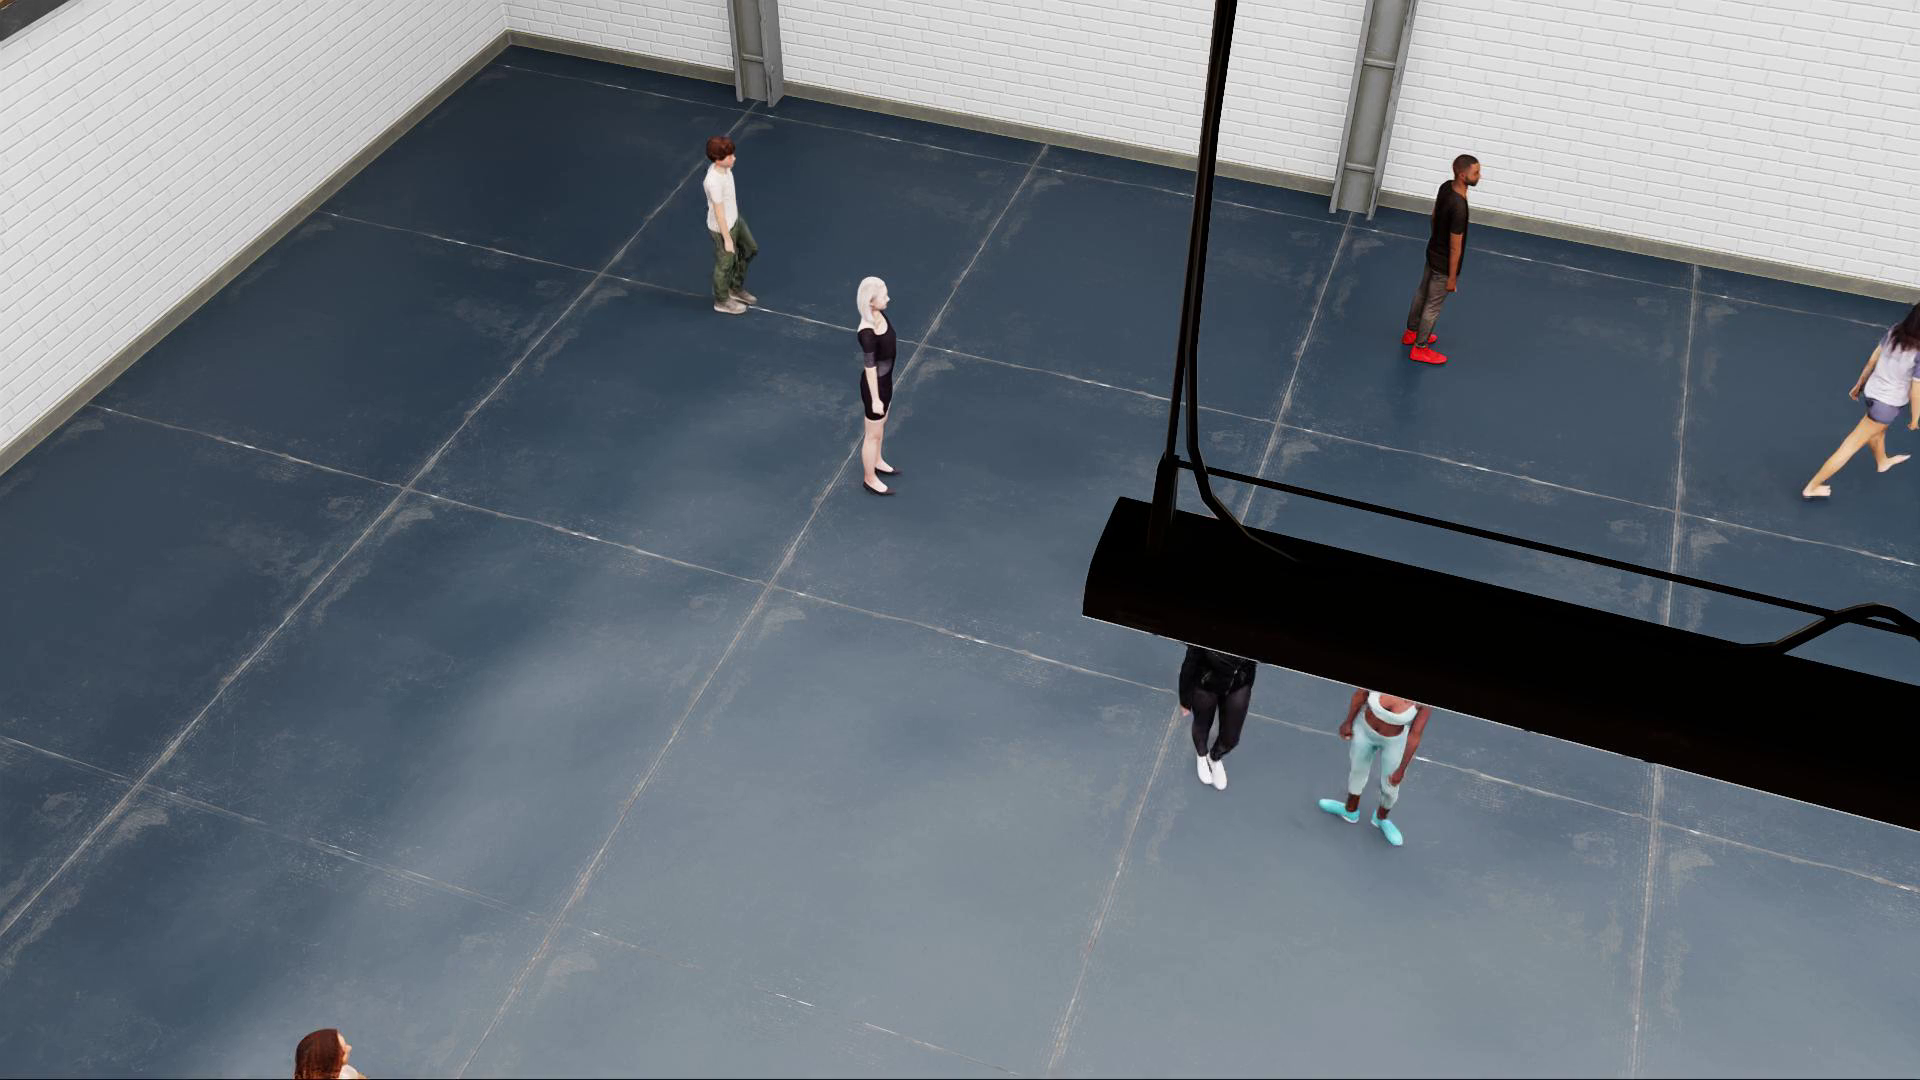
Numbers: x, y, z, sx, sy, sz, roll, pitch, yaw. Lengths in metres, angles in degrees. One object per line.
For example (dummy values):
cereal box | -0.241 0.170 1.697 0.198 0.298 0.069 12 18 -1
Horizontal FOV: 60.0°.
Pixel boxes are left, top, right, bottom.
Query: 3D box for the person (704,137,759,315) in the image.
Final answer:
person | -1.999 -2.569 13.610 0.694 1.641 0.666 5 44 5

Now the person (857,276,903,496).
person | -0.608 -1.103 11.932 0.561 1.832 0.615 4 44 4

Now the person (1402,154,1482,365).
person | 3.808 -2.232 13.138 0.674 1.804 0.718 -2 44 -3

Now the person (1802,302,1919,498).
person | 6.525 -0.963 11.896 1.218 1.679 1.030 -9 44 -10

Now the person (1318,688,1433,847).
person | 2.410 1.129 9.689 0.828 1.695 0.614 -28 50 -26

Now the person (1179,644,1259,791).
person | 1.535 0.816 10.033 0.672 1.673 0.789 -3 44 -3
